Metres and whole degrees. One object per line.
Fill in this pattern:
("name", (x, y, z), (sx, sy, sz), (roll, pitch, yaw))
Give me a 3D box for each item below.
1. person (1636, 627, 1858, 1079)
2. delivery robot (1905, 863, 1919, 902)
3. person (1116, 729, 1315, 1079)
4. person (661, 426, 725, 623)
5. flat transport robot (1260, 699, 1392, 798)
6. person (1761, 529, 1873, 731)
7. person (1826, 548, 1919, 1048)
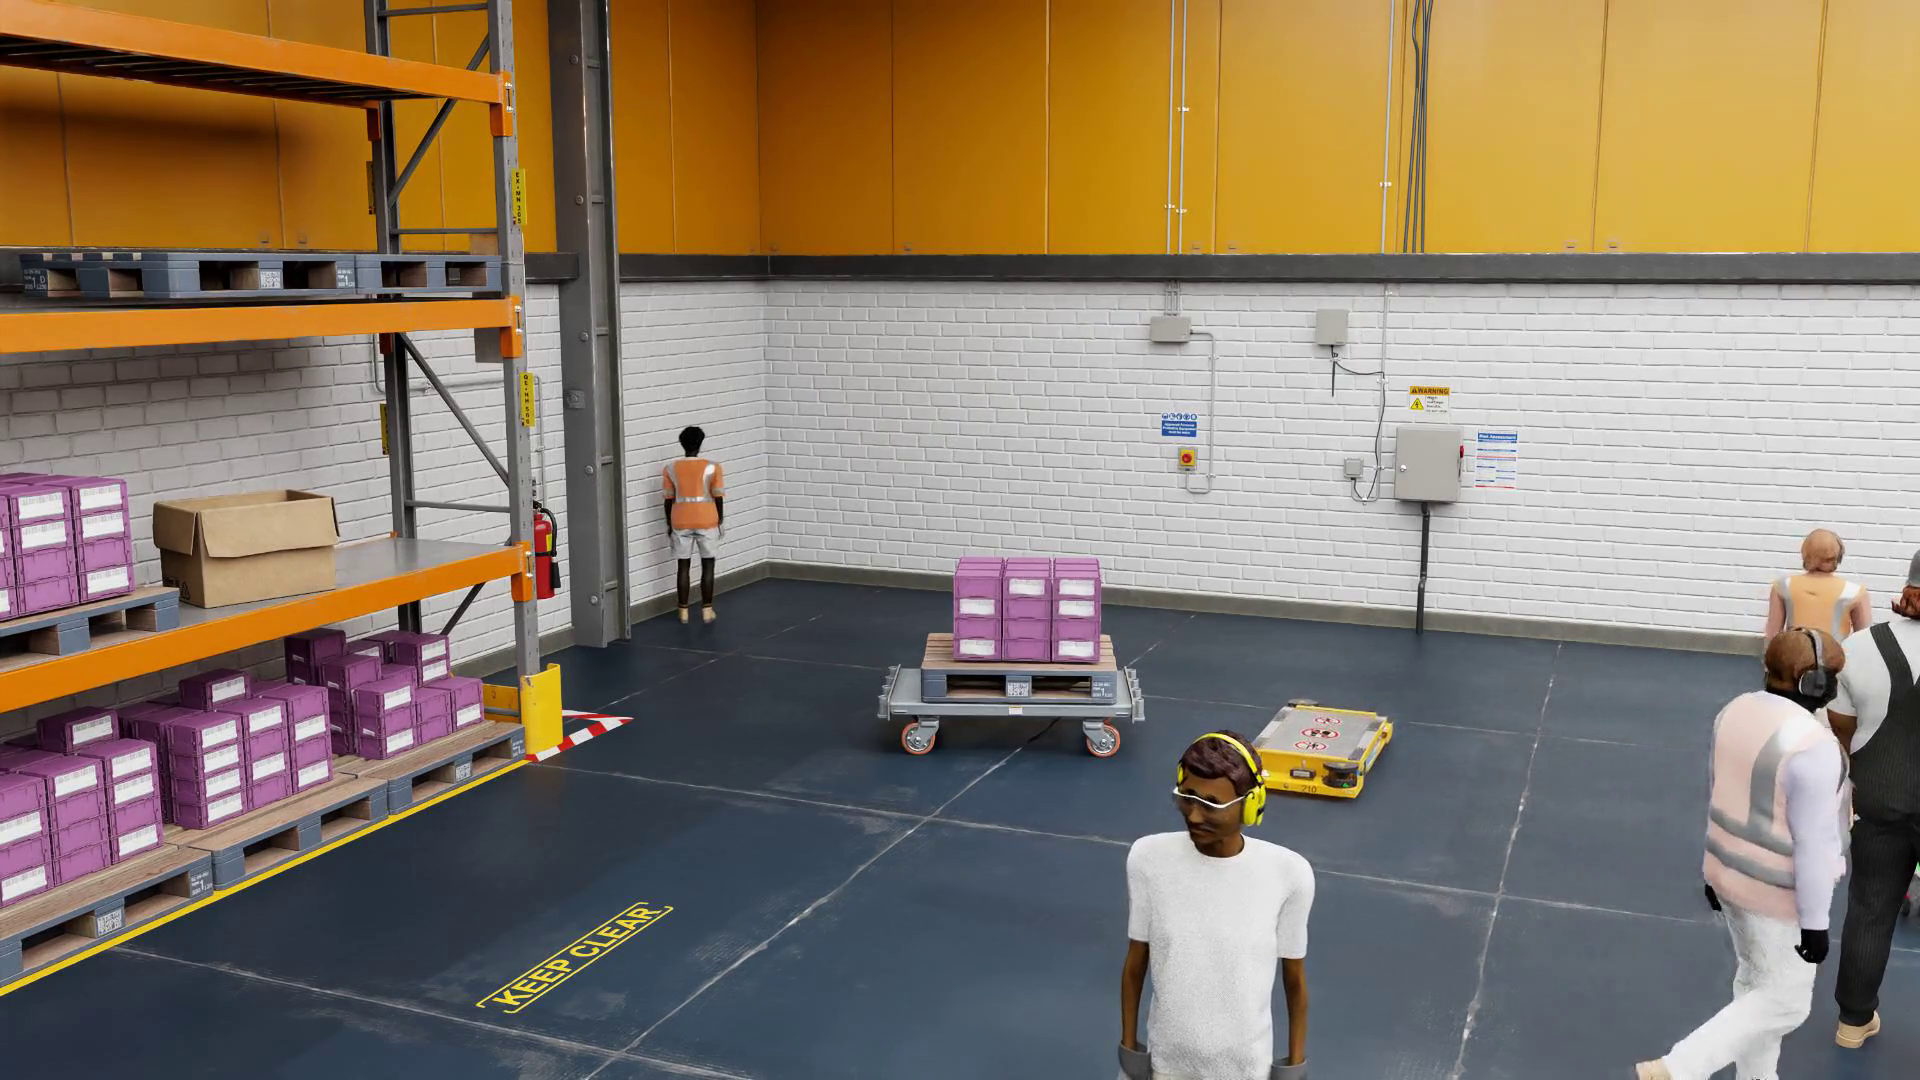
("person", (2.693, 1.193, 5.699), (0.640, 1.828, 0.655), (0, 9, 0))
("delivery robot", (4.645, 1.472, 7.575), (0.707, 0.478, 0.477), (0, 9, 2))
("person", (0.657, 1.400, 4.344), (0.520, 1.864, 0.320), (2, 10, 14))
("person", (-2.265, -0.127, 14.129), (0.547, 1.679, 0.369), (0, 9, 1))
("flat transport robot", (2.190, 1.244, 10.096), (0.652, 0.197, 1.431), (4, 10, 22))
("person", (4.726, 0.738, 9.180), (0.874, 1.591, 0.517), (-9, 13, -44))
("person", (3.673, 0.985, 6.312), (0.538, 2.000, 0.684), (-8, 12, -41))
